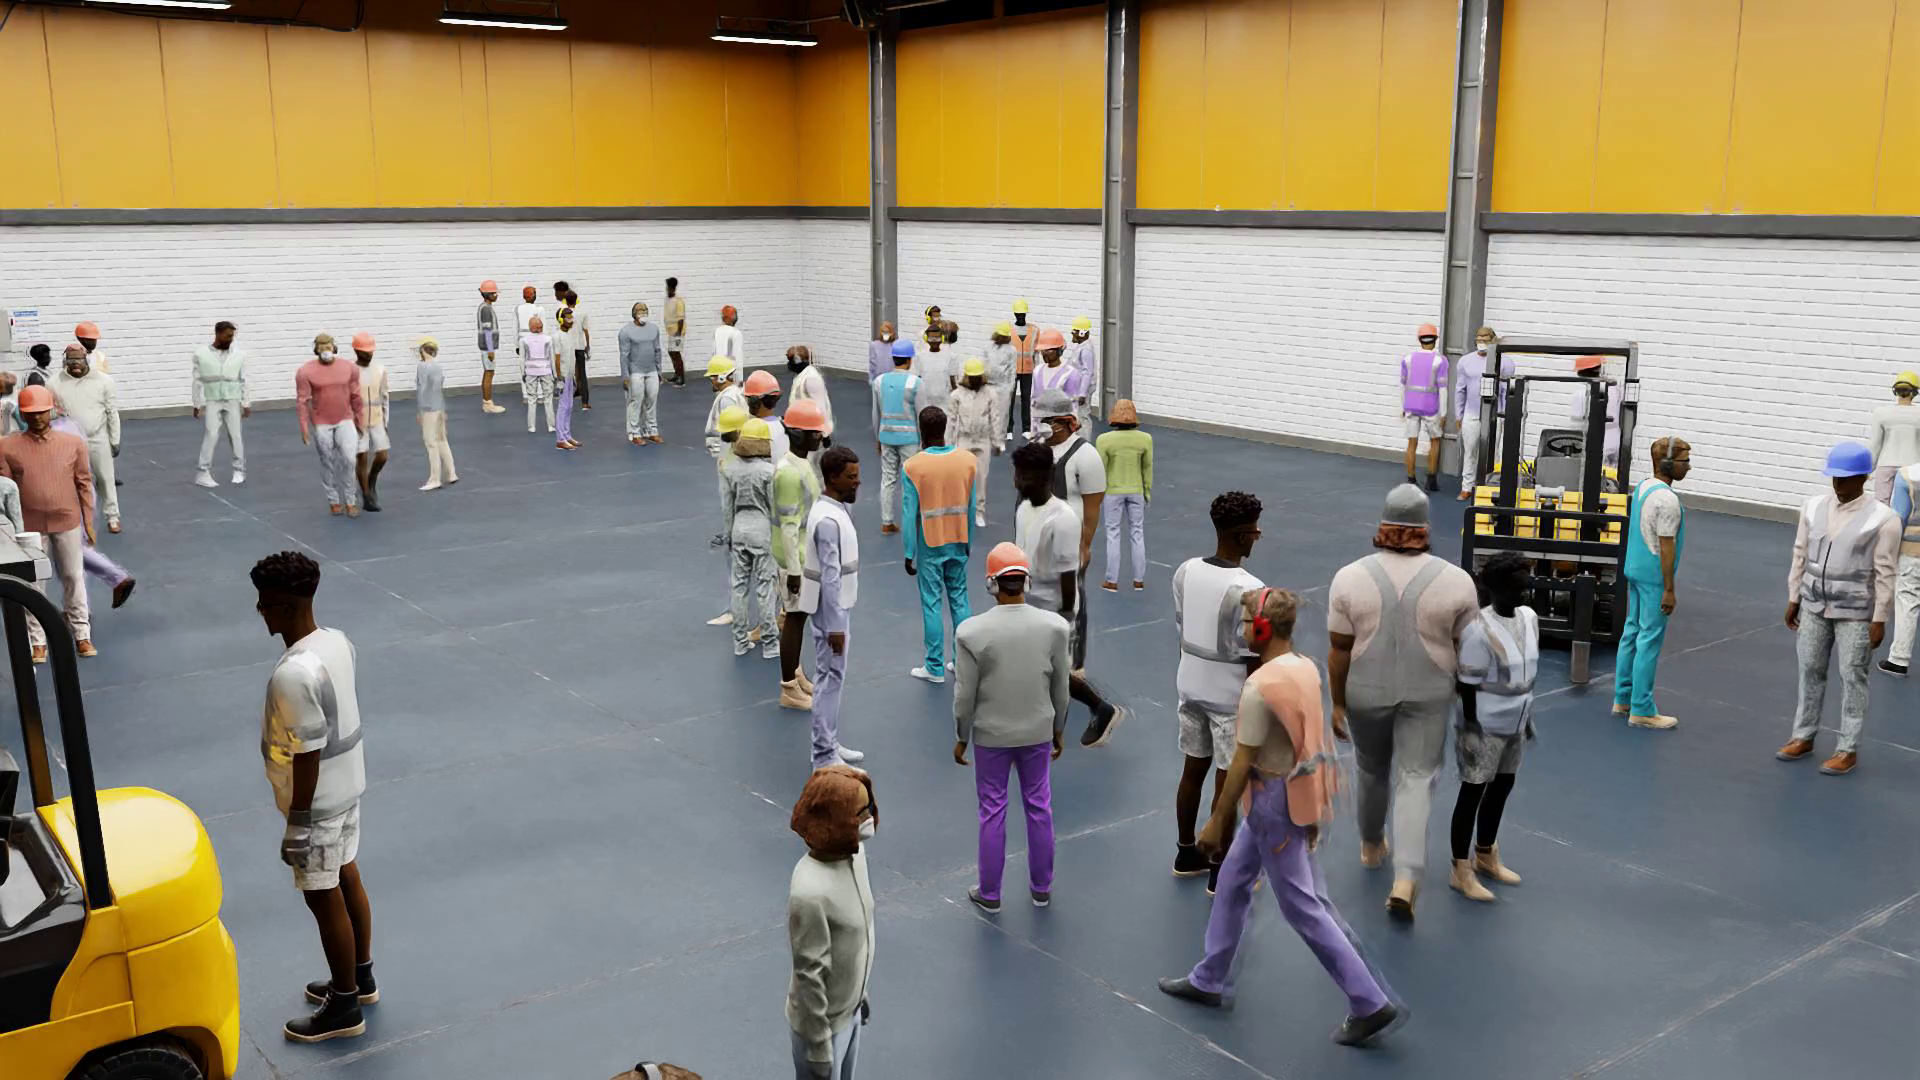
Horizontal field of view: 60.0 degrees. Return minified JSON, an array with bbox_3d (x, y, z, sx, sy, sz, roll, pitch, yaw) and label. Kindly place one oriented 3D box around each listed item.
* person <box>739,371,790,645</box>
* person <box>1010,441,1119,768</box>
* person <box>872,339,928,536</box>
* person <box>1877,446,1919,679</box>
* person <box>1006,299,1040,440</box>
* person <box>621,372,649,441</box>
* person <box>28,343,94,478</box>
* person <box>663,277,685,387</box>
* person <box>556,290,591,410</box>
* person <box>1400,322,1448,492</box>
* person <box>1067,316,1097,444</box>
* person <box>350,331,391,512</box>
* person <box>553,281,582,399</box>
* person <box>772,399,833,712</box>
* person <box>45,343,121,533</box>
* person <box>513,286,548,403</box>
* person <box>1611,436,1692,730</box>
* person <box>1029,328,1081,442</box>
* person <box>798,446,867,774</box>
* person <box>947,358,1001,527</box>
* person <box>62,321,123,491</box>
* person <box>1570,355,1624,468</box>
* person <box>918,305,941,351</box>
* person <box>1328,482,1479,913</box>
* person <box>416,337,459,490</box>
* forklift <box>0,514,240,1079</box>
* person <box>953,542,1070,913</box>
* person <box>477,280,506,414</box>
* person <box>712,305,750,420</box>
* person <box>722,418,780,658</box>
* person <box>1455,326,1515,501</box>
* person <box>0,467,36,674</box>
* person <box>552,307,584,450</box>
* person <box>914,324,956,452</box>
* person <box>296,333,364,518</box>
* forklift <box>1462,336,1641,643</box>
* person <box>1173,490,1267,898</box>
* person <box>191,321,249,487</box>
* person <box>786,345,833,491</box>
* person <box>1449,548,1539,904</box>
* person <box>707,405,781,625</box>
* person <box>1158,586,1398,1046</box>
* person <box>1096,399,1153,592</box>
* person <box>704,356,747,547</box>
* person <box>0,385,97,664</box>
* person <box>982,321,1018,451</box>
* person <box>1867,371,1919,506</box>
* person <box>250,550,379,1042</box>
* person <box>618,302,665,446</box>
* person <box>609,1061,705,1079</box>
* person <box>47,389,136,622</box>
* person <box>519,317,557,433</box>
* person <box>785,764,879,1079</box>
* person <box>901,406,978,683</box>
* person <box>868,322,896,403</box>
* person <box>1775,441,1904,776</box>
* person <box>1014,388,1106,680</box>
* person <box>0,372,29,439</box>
[{"bbox_3d":[-1.457,-0.238,12.378,0.374,2.042,0.615,7,13,29],"label":"person"},{"bbox_3d":[0.581,0.372,9.693,0.708,1.937,0.634,-6,13,-28],"label":"person"},{"bbox_3d":[-0.563,-0.987,16.227,0.614,1.945,0.404,7,13,30],"label":"person"},{"bbox_3d":[6.669,0.054,11.479,0.603,1.830,0.404,0,12,2],"label":"person"},{"bbox_3d":[0.820,-2.325,22.737,0.589,1.927,0.368,-3,12,-14],"label":"person"},{"bbox_3d":[-4.389,-2.175,22.712,0.520,1.640,0.307,-9,15,-38],"label":"person"},{"bbox_3d":[-10.699,-1.485,19.363,0.888,1.648,0.554,-4,12,-17],"label":"person"},{"bbox_3d":[-5.006,-3.640,29.102,0.465,1.922,0.749,-8,14,-34],"label":"person"},{"bbox_3d":[-6.014,-2.953,25.923,0.509,1.868,0.329,-3,12,-13],"label":"person"},{"bbox_3d":[5.200,-1.480,18.666,0.571,1.919,0.419,8,14,33],"label":"person"},{"bbox_3d":[1.514,-1.888,20.853,0.403,1.834,0.589,0,12,0],"label":"person"},{"bbox_3d":[-6.297,-1.258,17.608,0.554,1.917,0.511,-10,15,-40],"label":"person"},{"bbox_3d":[-6.468,-3.281,27.324,0.576,1.936,0.721,3,12,15],"label":"person"},{"bbox_3d":[-1.013,0.097,10.799,0.403,2.035,0.604,1,12,3],"label":"person"},{"bbox_3d":[-8.599,-0.983,16.344,0.641,1.899,0.395,-4,12,-20],"label":"person"},{"bbox_3d":[-6.890,-3.135,26.757,0.586,1.882,0.340,2,12,12],"label":"person"},{"bbox_3d":[4.356,0.261,10.453,0.329,1.842,0.509,0,12,0],"label":"person"},{"bbox_3d":[0.905,-1.072,16.427,0.396,2.034,0.606,-10,15,-41],"label":"person"},{"bbox_3d":[-0.738,0.411,9.566,0.384,1.913,0.607,-1,12,-4],"label":"person"},{"bbox_3d":[0.138,-0.971,16.695,0.514,1.724,0.429,-2,12,-11],"label":"person"},{"bbox_3d":[-9.846,-1.518,18.867,0.427,1.925,0.547,5,13,24],"label":"person"},{"bbox_3d":[6.010,-0.865,15.812,0.548,1.876,0.821,-6,13,-28],"label":"person"},{"bbox_3d":[-0.369,-2.211,22.335,0.315,1.867,0.526,8,14,35],"label":"person"},{"bbox_3d":[2.081,0.695,7.879,0.683,2.000,1.014,4,12,18],"label":"person"},{"bbox_3d":[-6.037,-1.448,19.017,0.333,1.720,0.651,2,12,7],"label":"person"},{"bbox_3d":[-3.687,1.115,5.480,2.313,2.155,1.214,-9,15,-36],"label":"forklift"},{"bbox_3d":[0.232,0.870,7.752,0.561,1.743,0.335,-3,12,-14],"label":"person"},{"bbox_3d":[-7.207,-2.967,25.557,0.397,2.043,0.610,-4,12,-18],"label":"person"},{"bbox_3d":[-3.043,-2.222,22.380,0.592,1.866,0.506,9,15,37],"label":"person"},{"bbox_3d":[-1.475,-0.014,12.047,0.486,1.735,0.322,6,13,27],"label":"person"},{"bbox_3d":[5.675,-1.354,18.061,0.623,1.932,0.372,7,14,31],"label":"person"},{"bbox_3d":[-6.660,0.122,11.373,0.492,1.740,0.325,-7,14,-32],"label":"person"},{"bbox_3d":[-5.193,-2.134,21.958,0.311,1.869,0.533,1,12,6],"label":"person"},{"bbox_3d":[-0.285,-1.575,19.292,0.514,1.861,0.321,0,12,1],"label":"person"},{"bbox_3d":[-6.479,-1.167,17.173,0.658,1.911,0.785,-6,13,-27],"label":"person"},{"bbox_3d":[4.683,-0.471,13.136,1.214,2.155,2.313,4,12,20],"label":"forklift"},{"bbox_3d":[1.249,0.728,7.937,0.372,1.958,0.598,-8,14,-33],"label":"person"},{"bbox_3d":[-8.590,-1.580,19.262,0.708,1.881,0.488,-10,15,-39],"label":"person"},{"bbox_3d":[-1.542,-1.110,17.179,0.683,1.800,0.648,-2,12,-10],"label":"person"},{"bbox_3d":[2.539,0.866,7.901,0.539,1.696,0.319,-9,15,-37],"label":"person"},{"bbox_3d":[-1.682,-0.197,12.939,0.608,1.740,0.543,-4,12,-20],"label":"person"},{"bbox_3d":[1.314,1.083,6.626,0.976,1.792,0.580,5,13,23],"label":"person"},{"bbox_3d":[1.376,-0.375,14.031,0.503,1.632,0.271,-2,12,-9],"label":"person"},{"bbox_3d":[-2.223,-0.847,15.870,0.403,1.818,0.606,-1,12,-3],"label":"person"},{"bbox_3d":[-6.534,-0.119,11.923,0.612,1.995,0.377,-7,14,-32],"label":"person"},{"bbox_3d":[0.454,-2.012,21.777,0.642,1.710,0.322,6,13,28],"label":"person"},{"bbox_3d":[8.498,-0.649,15.059,0.523,1.760,0.327,6,13,27],"label":"person"},{"bbox_3d":[-2.552,1.002,6.578,0.366,1.962,0.614,-1,12,-5],"label":"person"},{"bbox_3d":[-4.259,-2.224,22.265,0.641,1.927,0.386,-11,16,-44],"label":"person"},{"bbox_3d":[-0.526,1.799,3.022,0.343,1.847,0.506,-8,14,-33],"label":"person"},{"bbox_3d":[-6.879,-0.261,12.924,0.596,1.875,0.687,-4,12,-19],"label":"person"},{"bbox_3d":[-5.942,-2.325,23.465,0.516,1.633,0.317,-2,12,-9],"label":"person"},{"bbox_3d":[-0.382,1.471,5.117,0.286,1.633,0.500,3,12,13],"label":"person"},{"bbox_3d":[-0.135,0.033,11.430,0.585,1.902,0.406,-7,14,-30],"label":"person"},{"bbox_3d":[-1.008,-2.178,22.761,0.515,1.616,0.364,1,12,6],"label":"person"},{"bbox_3d":[5.080,0.388,9.629,0.418,1.939,0.615,-7,13,-29],"label":"person"},{"bbox_3d":[0.620,-0.025,11.357,0.683,2.000,0.537,11,16,42],"label":"person"},{"bbox_3d":[-9.403,-0.849,16.363,0.501,1.606,0.761,5,13,24],"label":"person"}]
